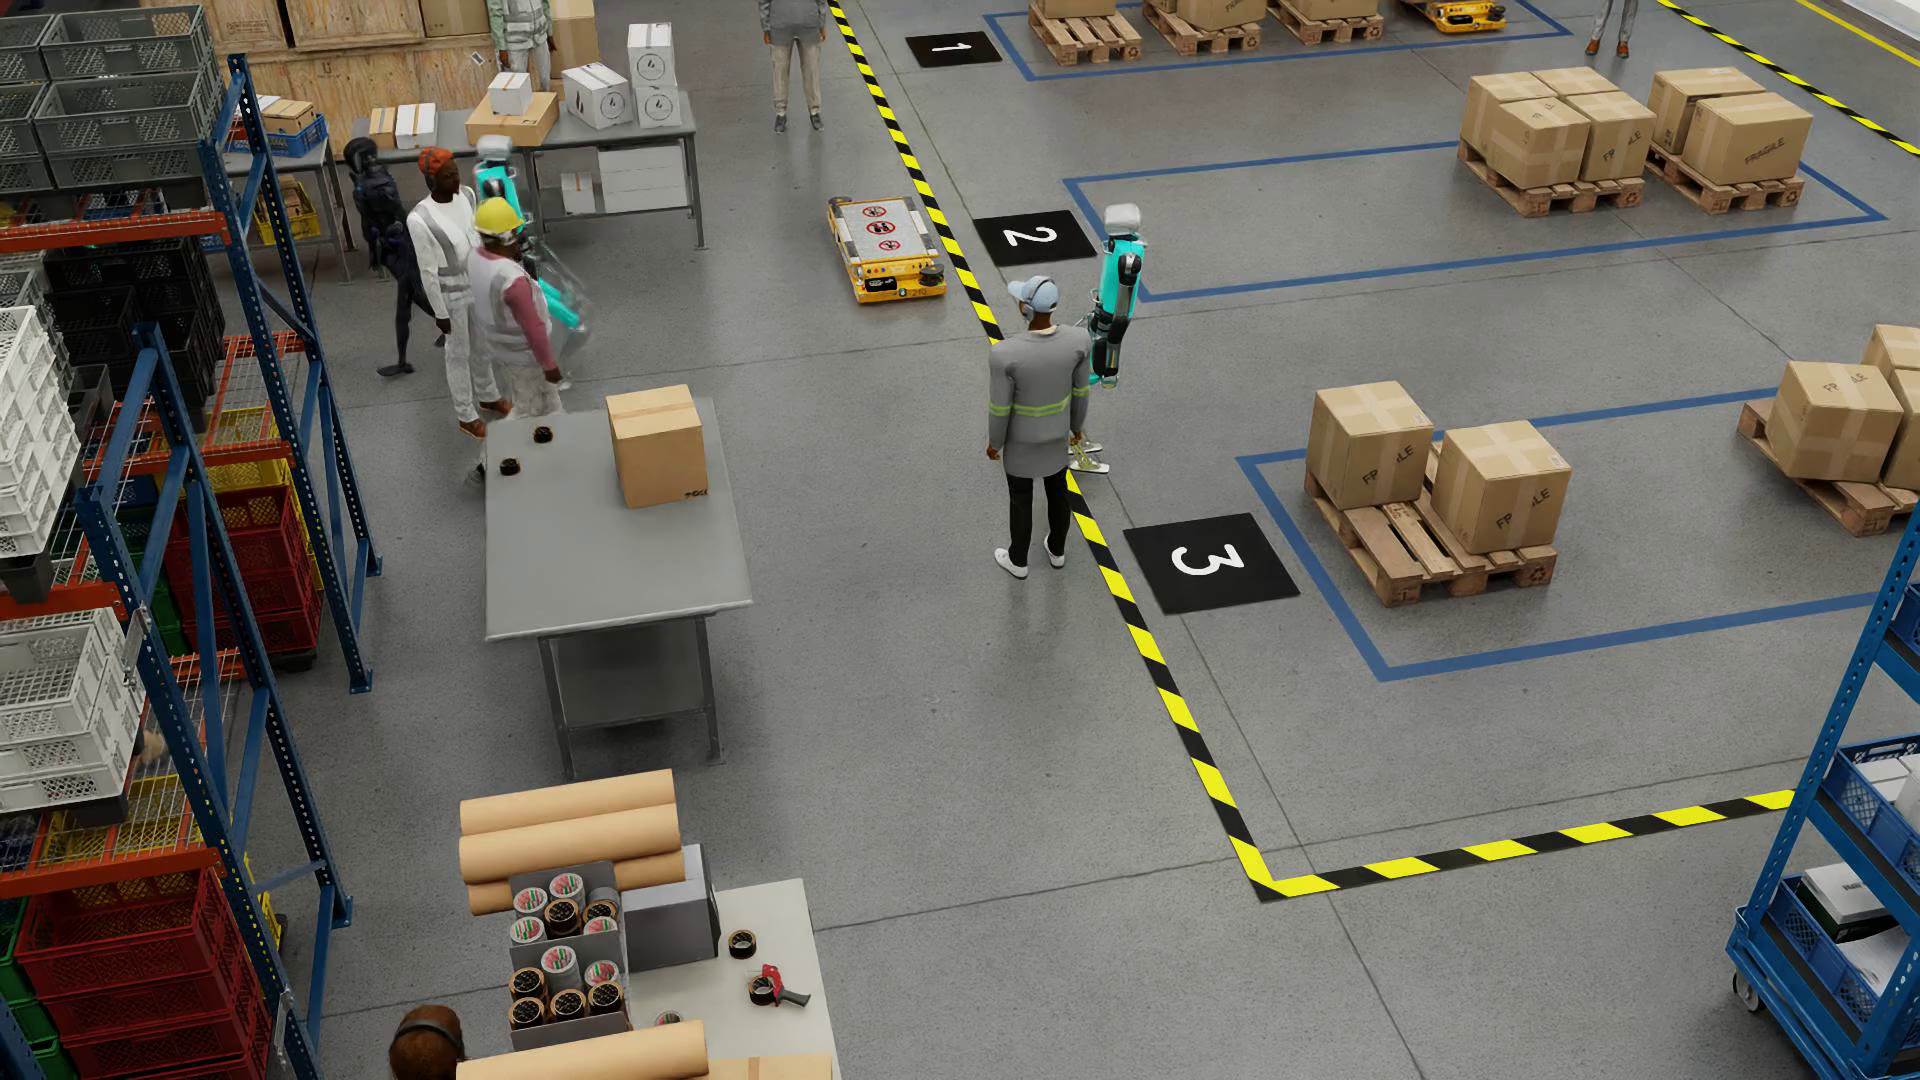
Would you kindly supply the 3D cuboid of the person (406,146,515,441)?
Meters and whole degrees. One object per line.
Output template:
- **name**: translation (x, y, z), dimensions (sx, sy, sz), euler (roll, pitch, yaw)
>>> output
- **person**: translation (-3.060, -1.516, 10.238), dimensions (0.356, 1.884, 0.574), euler (13, 39, 17)

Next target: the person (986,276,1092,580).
- **person**: translation (0.415, -0.606, 9.042), dimensions (0.593, 1.852, 0.362), euler (-13, 39, -17)

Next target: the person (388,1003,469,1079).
- **person**: translation (-1.555, 2.165, 5.336), dimensions (0.648, 1.825, 0.547), euler (-1, 37, -1)

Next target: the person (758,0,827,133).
- **person**: translation (-1.412, -4.353, 14.146), dimensions (0.574, 1.768, 0.400), euler (-6, 37, -8)

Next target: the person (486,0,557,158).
- **person**: translation (-3.584, -4.125, 13.729), dimensions (0.409, 1.908, 0.606), euler (25, 43, 30)

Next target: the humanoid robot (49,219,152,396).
- **humanoid robot**: translation (-4.750, -0.950, 9.679), dimensions (0.781, 1.875, 0.574), euler (11, 38, 14)

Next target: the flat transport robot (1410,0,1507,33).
- **flat transport robot**: translation (4.946, -5.532, 16.965), dimensions (0.652, 0.197, 1.431), euler (-8, 37, -10)

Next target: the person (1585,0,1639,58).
- **person**: translation (6.291, -5.469, 15.557), dimensions (0.584, 1.879, 0.380), euler (11, 38, 14)

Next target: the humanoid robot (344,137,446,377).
- **humanoid robot**: translation (-3.687, -1.901, 10.958), dimensions (0.601, 1.626, 0.766), euler (27, 44, 32)

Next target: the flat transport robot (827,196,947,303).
- **flat transport robot**: translation (-0.570, -2.220, 12.538), dimensions (0.659, 0.231, 1.431), euler (-8, 37, -10)

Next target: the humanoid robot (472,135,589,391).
- **humanoid robot**: translation (-2.641, -1.745, 10.679), dimensions (0.738, 1.796, 0.549), euler (-9, 38, -12)

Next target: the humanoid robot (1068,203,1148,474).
- **humanoid robot**: translation (0.690, -1.170, 9.783), dimensions (0.735, 1.677, 0.533), euler (-1, 37, -1)

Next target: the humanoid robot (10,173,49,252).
- **humanoid robot**: translation (-5.960, -1.876, 10.897), dimensions (0.612, 1.647, 0.313), euler (30, 46, 34)

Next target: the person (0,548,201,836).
- **person**: translation (-4.171, 0.441, 7.522), dimensions (1.058, 1.979, 0.649), euler (-19, 41, -23)

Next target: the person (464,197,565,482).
- **person**: translation (-2.623, -1.152, 9.819), dimensions (0.829, 1.801, 0.613), euler (-24, 43, -29)
